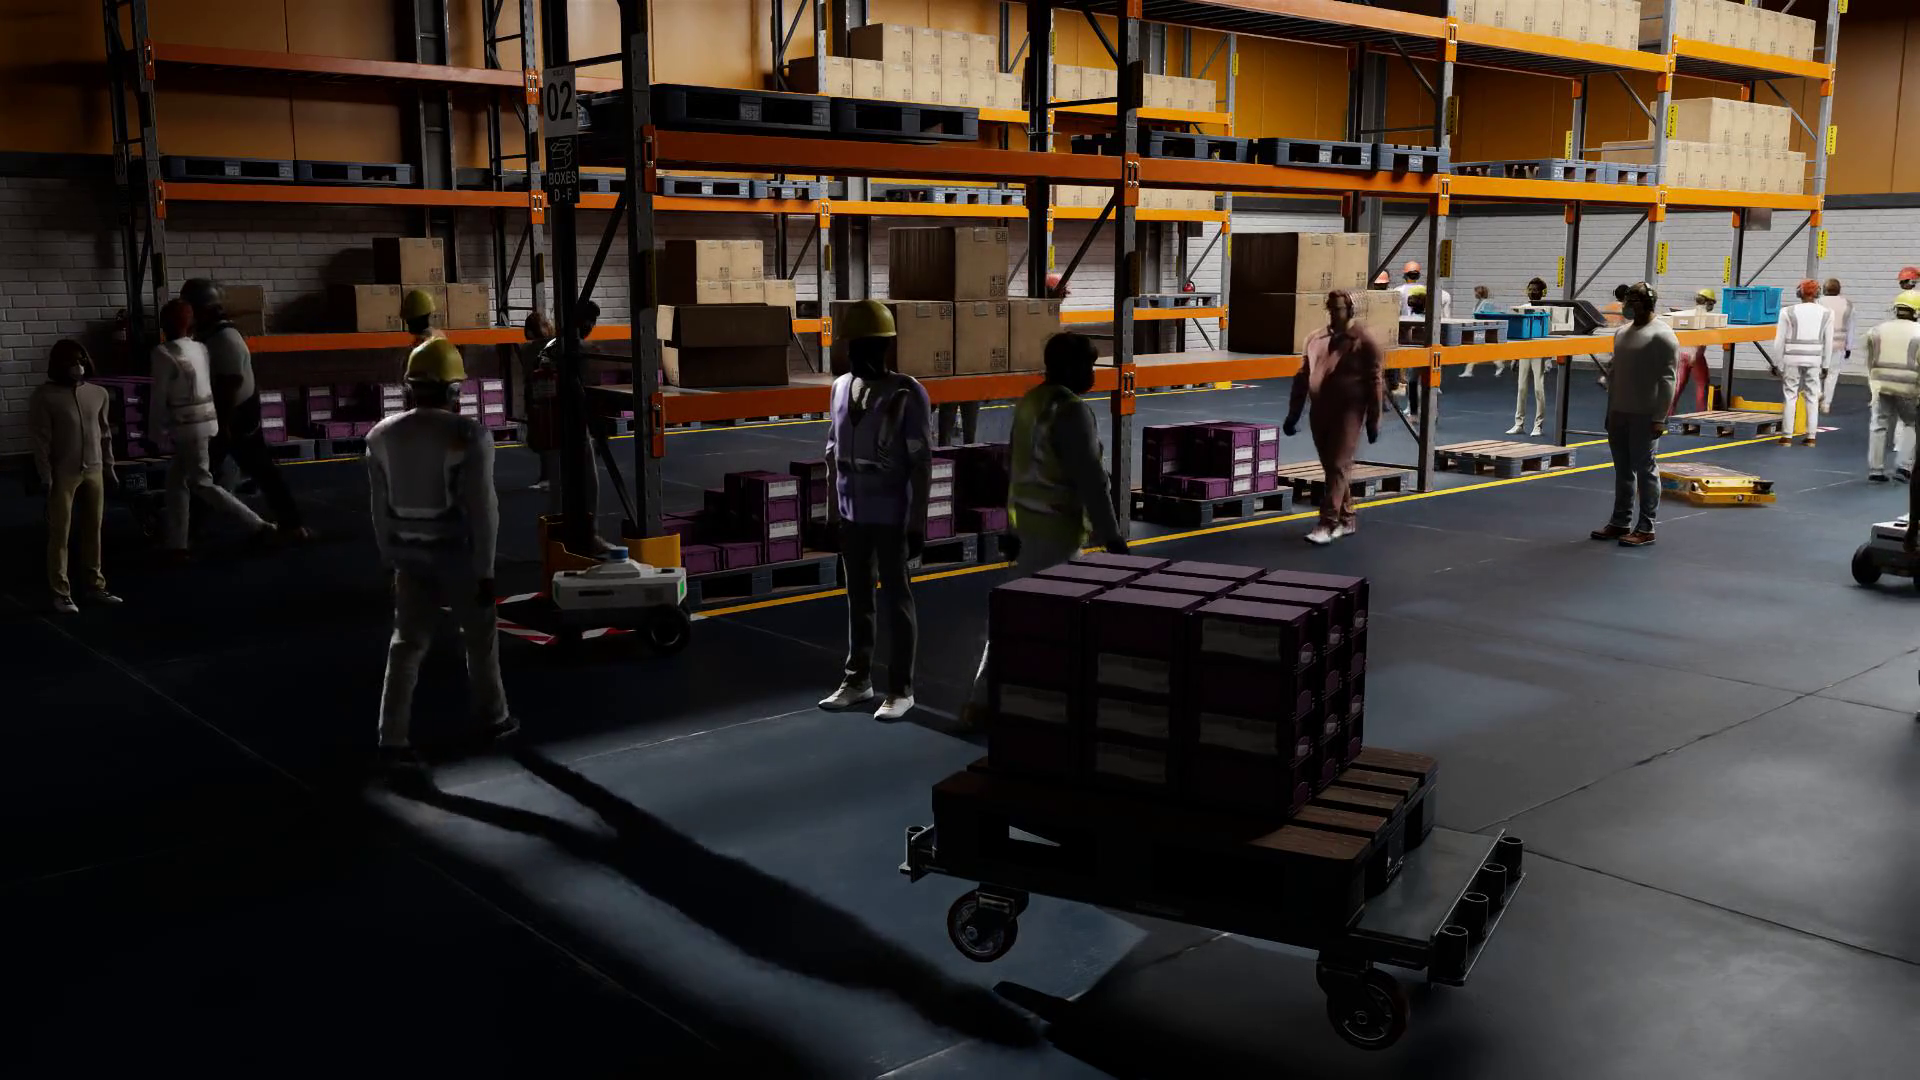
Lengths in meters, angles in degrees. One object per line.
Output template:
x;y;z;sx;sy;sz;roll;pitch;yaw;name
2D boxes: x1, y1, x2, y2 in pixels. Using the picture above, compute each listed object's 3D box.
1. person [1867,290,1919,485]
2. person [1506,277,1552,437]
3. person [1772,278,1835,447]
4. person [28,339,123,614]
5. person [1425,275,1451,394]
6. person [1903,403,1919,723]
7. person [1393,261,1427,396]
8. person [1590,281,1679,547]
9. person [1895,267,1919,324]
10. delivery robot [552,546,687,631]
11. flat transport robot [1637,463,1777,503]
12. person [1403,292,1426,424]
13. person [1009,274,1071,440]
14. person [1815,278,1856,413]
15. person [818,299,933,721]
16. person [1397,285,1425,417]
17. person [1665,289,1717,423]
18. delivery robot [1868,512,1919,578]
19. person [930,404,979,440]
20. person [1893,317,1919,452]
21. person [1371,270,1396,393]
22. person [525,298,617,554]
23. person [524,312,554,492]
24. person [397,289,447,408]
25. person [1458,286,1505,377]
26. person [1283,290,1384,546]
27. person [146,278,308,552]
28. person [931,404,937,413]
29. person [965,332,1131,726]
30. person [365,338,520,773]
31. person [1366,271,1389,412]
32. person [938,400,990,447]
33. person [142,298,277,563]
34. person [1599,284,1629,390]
8.718;-1.407;15.441;0.544;1.808;0.609;-8;13;-40;person
6.770;-2.162;19.683;0.514;1.876;0.328;9;13;43;person
9.393;-1.971;18.552;0.581;1.882;0.395;2;10;11;person
-5.310;-0.389;10.004;0.285;1.634;0.499;5;11;29;person
7.264;-3.202;25.714;0.649;1.899;0.400;5;11;27;person
4.703;-0.082;7.753;0.524;1.799;0.951;7;12;35;person
6.827;-3.203;25.283;0.609;2.044;0.395;-1;10;-8;person
4.974;-0.923;12.242;0.358;1.938;0.636;-3;10;-15;person
13.941;-3.014;24.419;0.586;1.963;0.625;0;10;0;person
-1.836;0.279;8.976;0.707;0.478;0.477;-2;10;-11;delivery robot
6.544;-0.519;14.753;0.652;0.197;1.431;-1;10;-4;flat transport robot
5.800;-2.266;20.853;0.541;1.678;0.658;0;10;-2;person
0.982;-1.984;18.513;0.974;1.934;0.602;2;10;12;person
11.712;-2.613;22.460;0.652;1.830;0.578;3;10;16;person
-0.397;-0.135;7.659;0.585;1.928;0.378;8;12;38;person
5.986;-2.496;22.049;0.404;1.738;0.528;-2;10;-12;person
9.313;-2.316;21.048;0.791;1.701;0.537;-1;10;-4;person
6.190;-0.011;10.673;0.707;0.478;0.477;-5;11;-27;delivery robot
-0.106;-2.109;19.290;0.918;1.891;0.662;-3;10;-18;person
10.407;-1.758;18.005;0.514;1.639;0.310;4;10;21;person
6.481;-3.203;25.644;0.808;1.912;0.630;-6;11;-30;person
-2.735;-0.766;11.676;0.648;1.826;0.366;-4;10;-22;person
-3.761;-1.243;15.038;0.494;1.624;0.283;7;12;37;person
-4.168;-1.028;13.046;0.674;1.883;0.671;0;10;-1;person
9.226;-3.665;29.257;0.749;1.618;0.519;-2;10;-11;person
2.700;-0.894;12.282;0.916;1.871;0.651;-8;13;-40;person
-5.281;-0.922;11.940;1.074;2.000;0.694;-8;13;-40;person
-0.383;-1.265;14.422;0.369;1.890;0.673;-8;13;-40;person
0.466;-0.038;7.543;1.009;1.785;0.646;-2;10;-13;person
-2.194;0.057;6.949;0.606;1.792;0.915;2;10;12;person
5.692;-2.704;22.669;0.542;1.939;0.362;1;10;4;person
0.006;-1.467;15.734;0.588;1.835;0.403;-2;10;-11;person
-5.259;-0.747;11.529;0.810;1.838;0.576;-1;10;-6;person
10.198;-3.107;25.766;0.390;1.688;0.535;-4;10;-21;person
